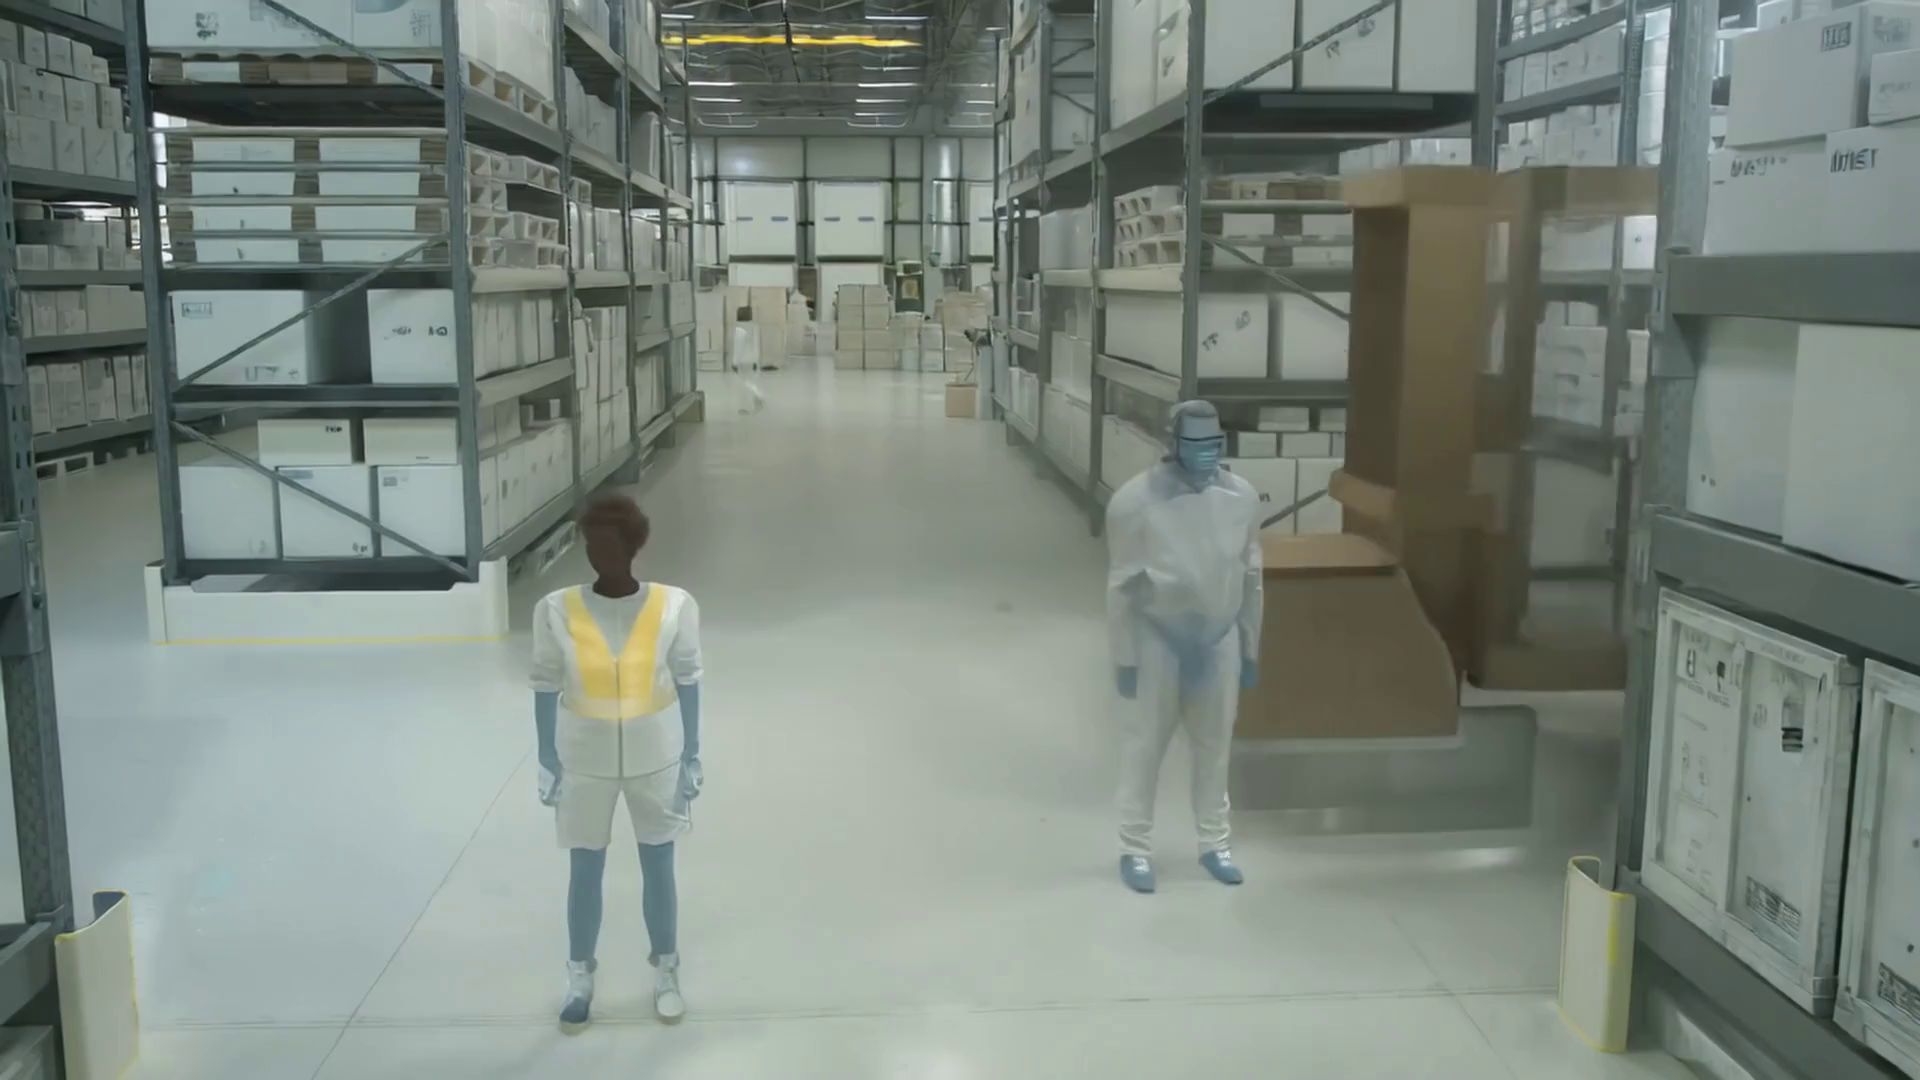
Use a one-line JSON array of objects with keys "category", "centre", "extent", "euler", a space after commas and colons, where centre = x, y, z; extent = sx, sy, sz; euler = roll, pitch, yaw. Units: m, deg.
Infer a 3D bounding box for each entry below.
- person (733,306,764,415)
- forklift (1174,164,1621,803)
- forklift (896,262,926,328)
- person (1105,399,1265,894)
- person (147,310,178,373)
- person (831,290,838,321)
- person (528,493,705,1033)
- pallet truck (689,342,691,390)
[{"category": "person", "centre": [-3.609, -3.006, 27.975], "extent": [0.435, 1.832, 0.648], "euler": [4, 10, 25]}, {"category": "forklift", "centre": [2.031, -0.297, 7.695], "extent": [1.873, 2.768, 1.129], "euler": [-1, 9, -5]}, {"category": "forklift", "centre": [-1.780, -8.547, 59.499], "extent": [1.129, 2.768, 1.873], "euler": [-1, 9, -4]}, {"category": "person", "centre": [0.873, 0.410, 6.352], "extent": [0.643, 1.899, 0.396], "euler": [-3, 9, -16]}, {"category": "person", "centre": [-18.945, -4.841, 39.389], "extent": [1.006, 1.864, 0.604], "euler": [-5, 10, -27]}, {"category": "person", "centre": [-3.880, -6.853, 51.957], "extent": [1.011, 1.882, 0.566], "euler": [-4, 10, -23]}, {"category": "person", "centre": [-1.062, 0.690, 5.195], "extent": [0.542, 1.697, 0.316], "euler": [-2, 9, -12]}, {"category": "pallet truck", "centre": [-5.225, -3.008, 27.480], "extent": [1.885, 1.965, 0.823], "euler": [2, 9, 14]}]
